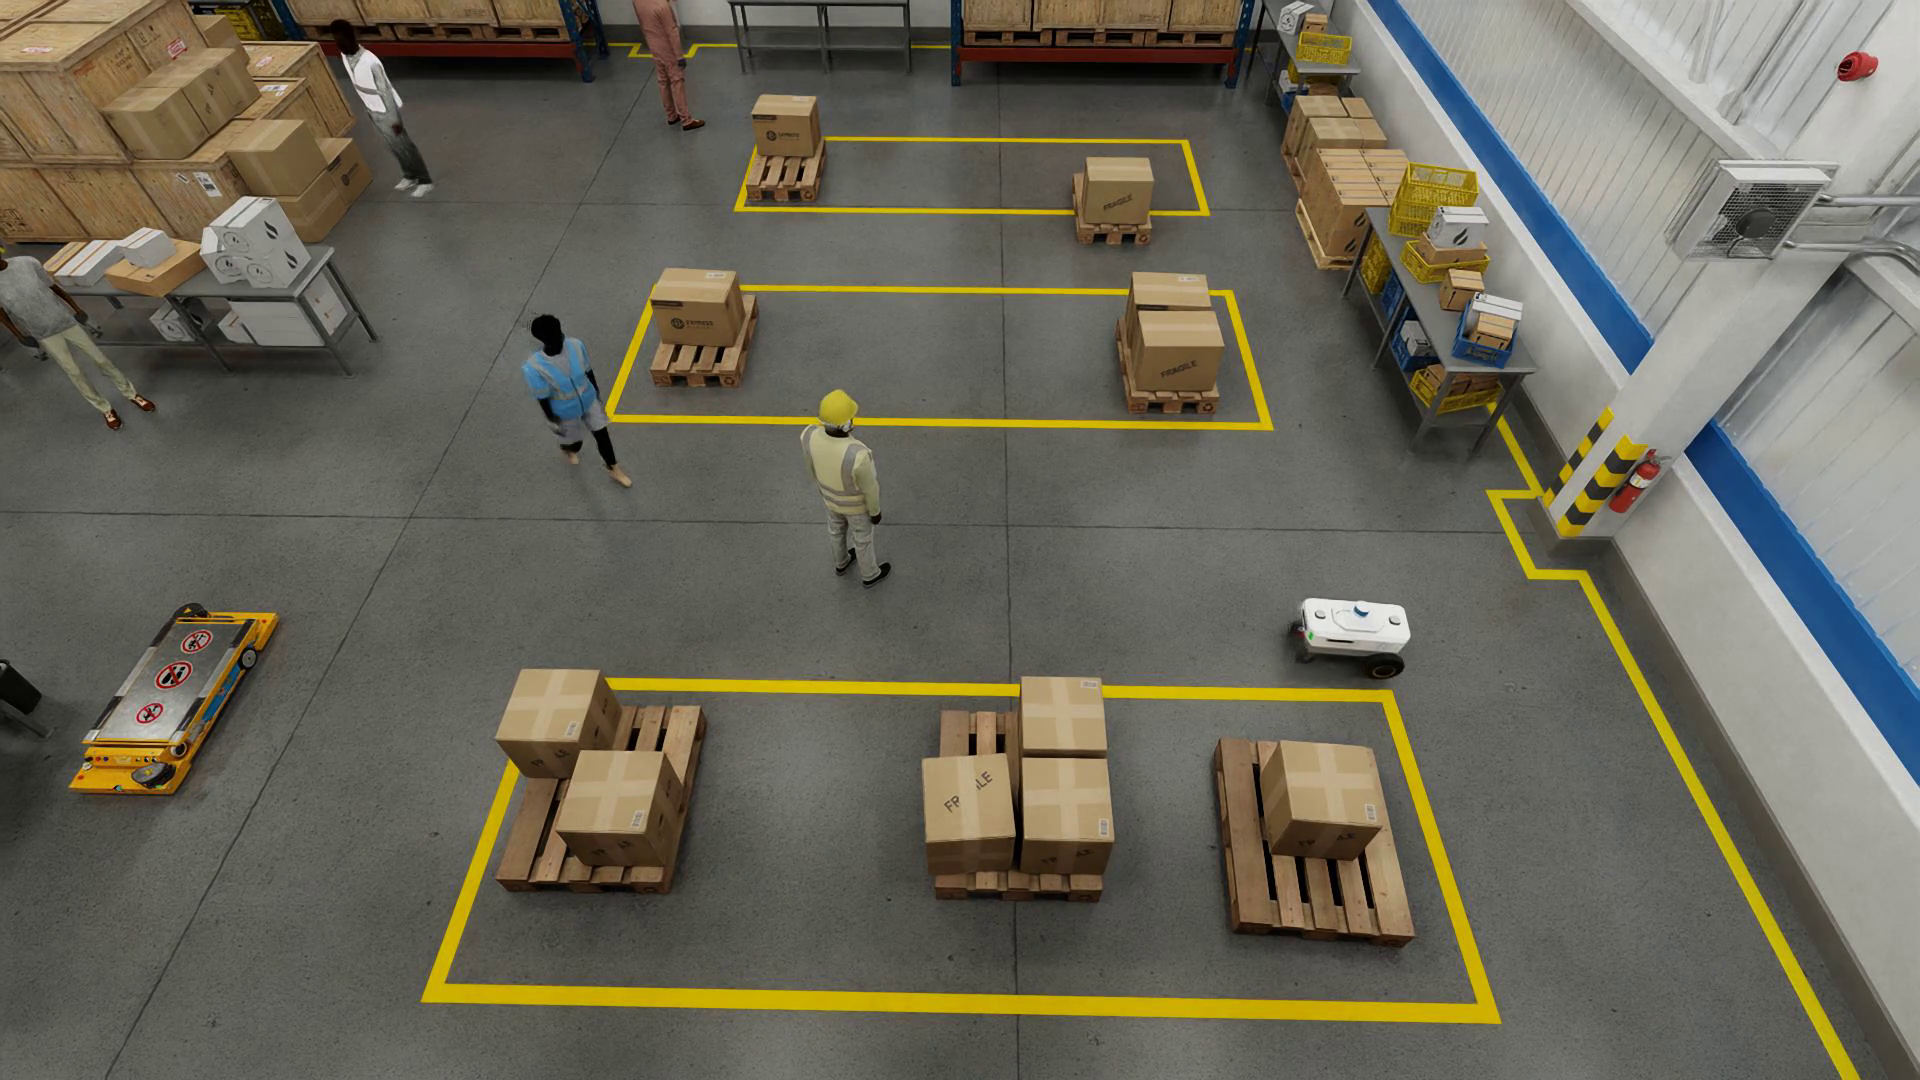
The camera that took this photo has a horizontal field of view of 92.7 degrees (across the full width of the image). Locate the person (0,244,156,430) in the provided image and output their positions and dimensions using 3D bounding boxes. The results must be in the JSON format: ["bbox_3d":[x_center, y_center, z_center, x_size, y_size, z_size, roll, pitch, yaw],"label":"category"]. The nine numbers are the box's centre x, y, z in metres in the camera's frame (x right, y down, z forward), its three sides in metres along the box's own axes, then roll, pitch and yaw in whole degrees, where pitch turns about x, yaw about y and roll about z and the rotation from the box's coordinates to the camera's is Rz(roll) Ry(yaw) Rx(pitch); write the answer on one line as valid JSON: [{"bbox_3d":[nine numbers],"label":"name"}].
[{"bbox_3d":[-7.701,-1.784,7.819,0.313,1.869,0.539,30,56,23],"label":"person"}]

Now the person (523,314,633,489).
[{"bbox_3d":[-3.134,-1.114,7.372,0.648,1.676,0.550,32,57,24],"label":"person"}]

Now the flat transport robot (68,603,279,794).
[{"bbox_3d":[-5.504,1.072,6.442,0.652,0.197,1.431,1,50,1],"label":"flat transport robot"}]

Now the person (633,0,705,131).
[{"bbox_3d":[-3.675,-6.159,11.497,0.642,1.909,0.408,32,57,24],"label":"person"}]

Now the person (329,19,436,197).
[{"bbox_3d":[-6.558,-4.902,10.427,0.595,1.915,0.378,26,54,20],"label":"person"}]

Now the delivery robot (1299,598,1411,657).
[{"bbox_3d":[2.818,0.618,6.582,0.707,0.478,0.477,4,50,4],"label":"delivery robot"}]

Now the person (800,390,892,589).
[{"bbox_3d":[-0.801,-0.339,6.620,0.586,1.834,0.403,26,55,21],"label":"person"}]
